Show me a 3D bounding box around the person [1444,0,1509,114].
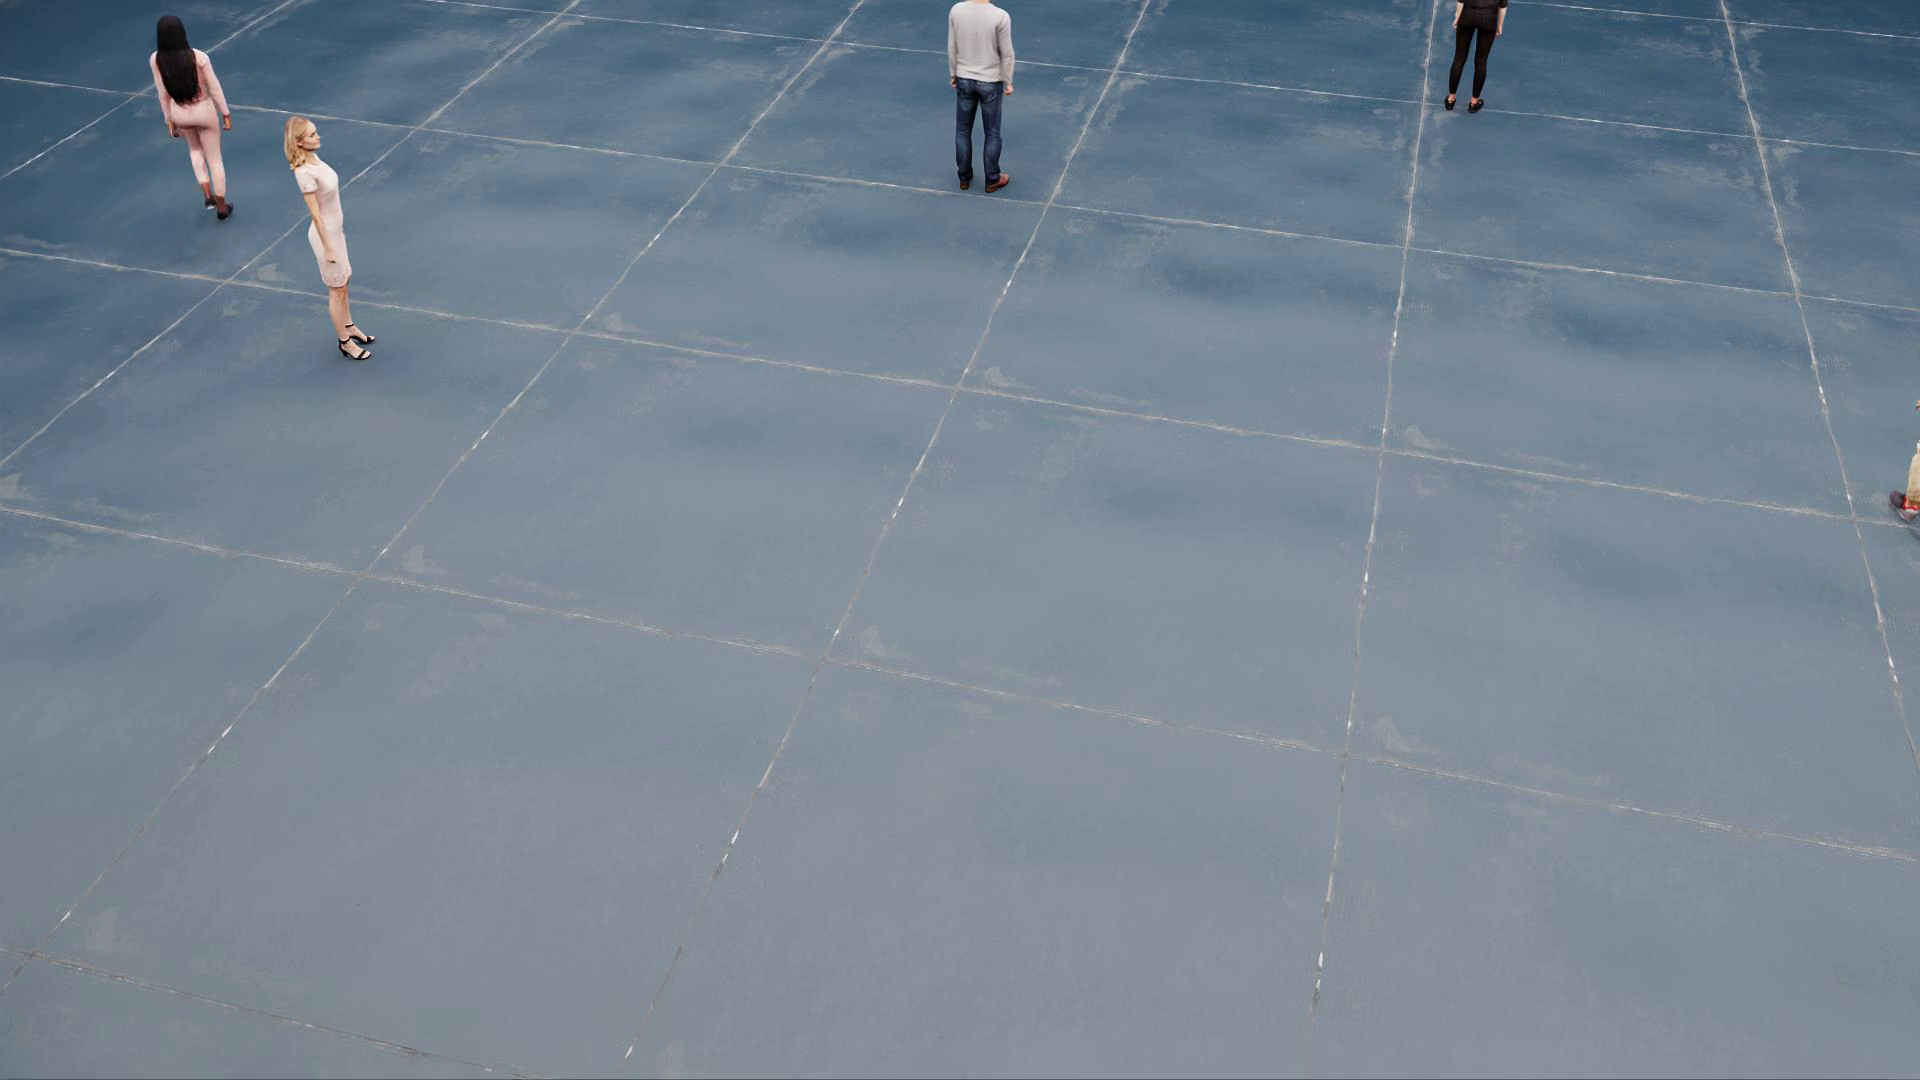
[{"bbox_3d":[4.764,-4.789,15.287,0.615,1.713,0.548,14,40,17],"label":"person"}]

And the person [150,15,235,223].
[{"bbox_3d":[-6.209,-3.367,13.474,0.731,1.708,0.733,-5,38,-6],"label":"person"}]

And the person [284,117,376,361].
[{"bbox_3d":[-4.495,-2.141,11.808,0.694,1.831,0.559,-5,38,-6],"label":"person"}]

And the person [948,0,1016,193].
[{"bbox_3d":[0.168,-3.844,13.919,0.748,1.911,0.647,13,40,16],"label":"person"}]
